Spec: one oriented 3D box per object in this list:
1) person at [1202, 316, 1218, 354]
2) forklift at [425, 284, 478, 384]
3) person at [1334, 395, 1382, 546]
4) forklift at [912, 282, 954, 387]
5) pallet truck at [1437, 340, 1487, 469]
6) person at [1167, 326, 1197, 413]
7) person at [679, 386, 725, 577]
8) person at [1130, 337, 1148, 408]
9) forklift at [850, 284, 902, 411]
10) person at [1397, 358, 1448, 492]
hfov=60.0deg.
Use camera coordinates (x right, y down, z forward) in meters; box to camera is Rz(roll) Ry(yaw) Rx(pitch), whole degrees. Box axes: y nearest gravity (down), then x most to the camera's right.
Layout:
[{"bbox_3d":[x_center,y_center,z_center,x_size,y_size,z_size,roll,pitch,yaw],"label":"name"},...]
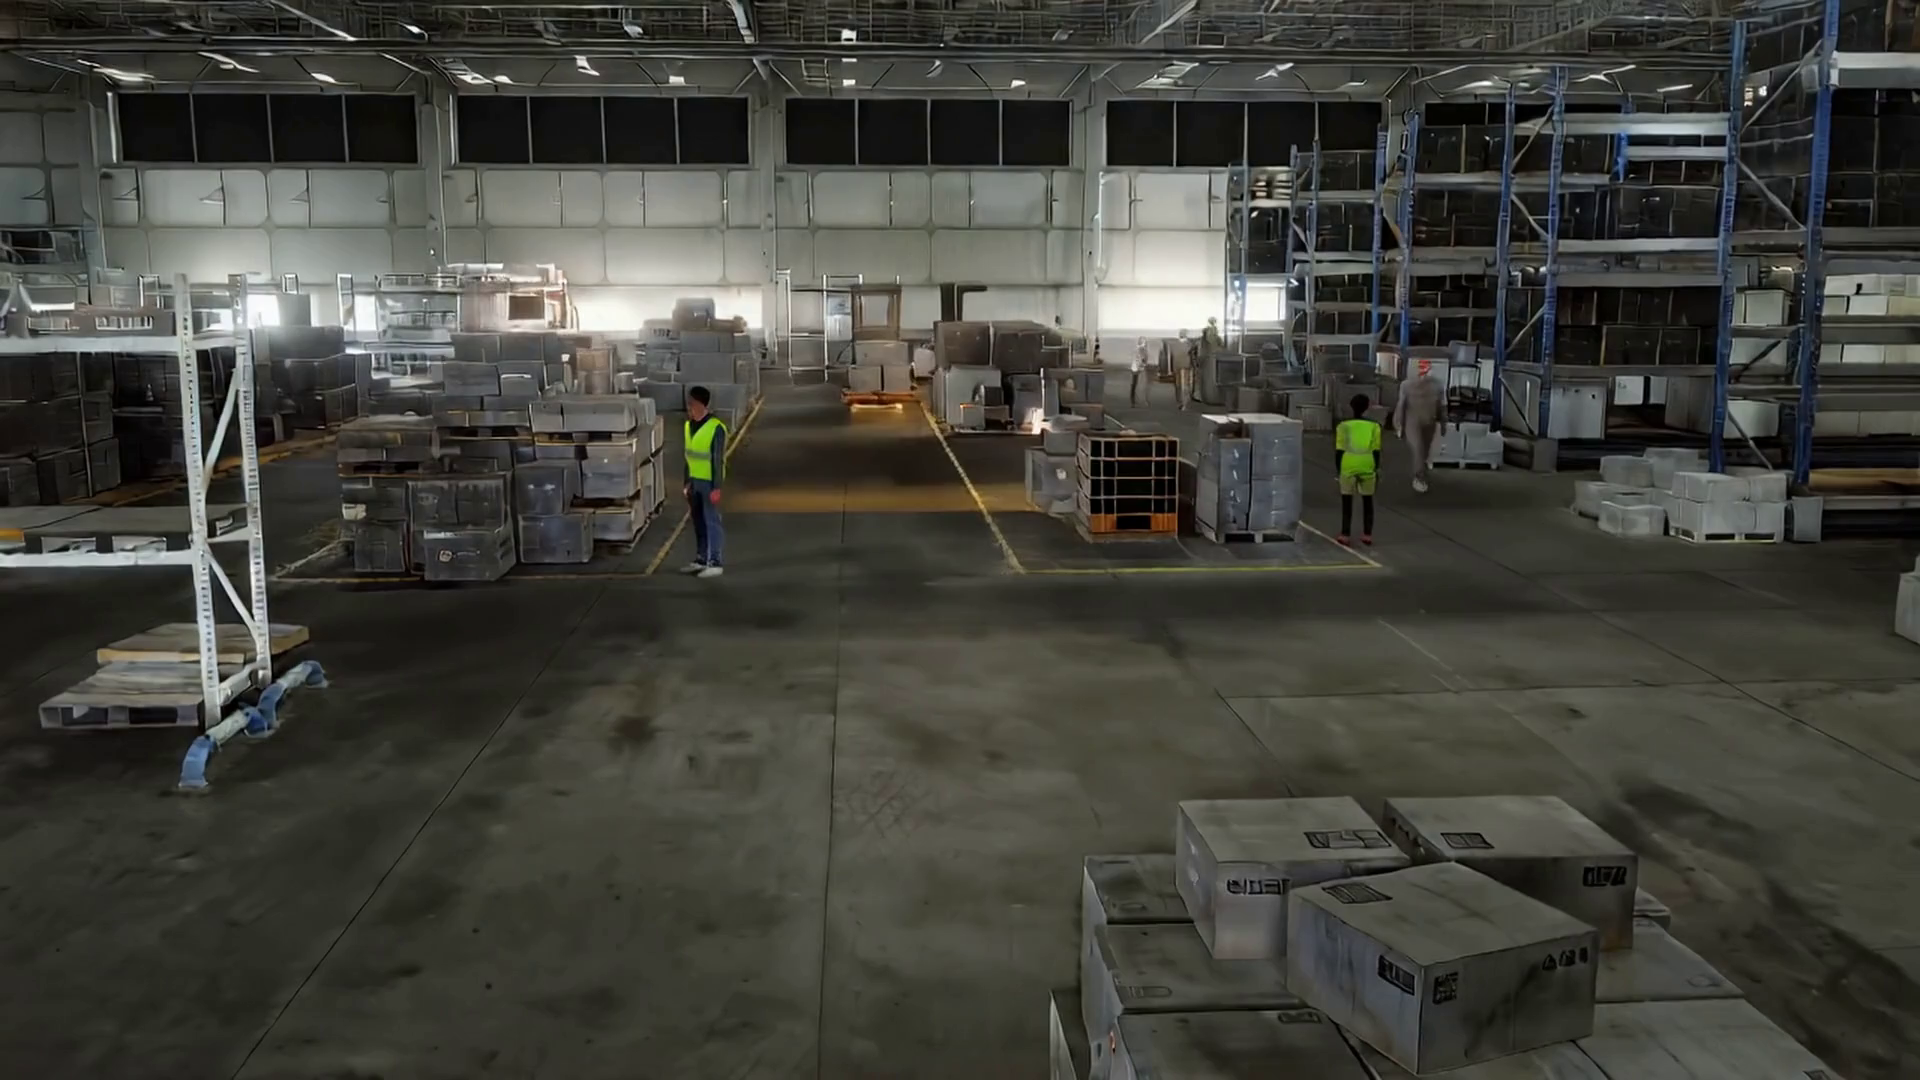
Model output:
[{"bbox_3d":[6.615,-4.853,43.424,0.821,1.942,0.618,-5,10,-30],"label":"person"},{"bbox_3d":[-10.775,-4.216,36.500,1.873,2.768,1.129,-2,9,-13],"label":"forklift"},{"bbox_3d":[4.444,-0.776,18.607,0.535,1.697,0.318,-1,9,-5],"label":"person"},{"bbox_3d":[-0.357,-5.565,44.975,1.873,2.768,1.129,-1,9,-4],"label":"forklift"},{"bbox_3d":[8.004,-2.170,26.422,0.823,1.965,1.885,2,9,14],"label":"pallet truck"},{"bbox_3d":[4.865,-3.726,36.457,0.652,1.906,0.812,1,9,4],"label":"person"},{"bbox_3d":[-2.584,-0.592,16.773,0.593,1.914,0.391,9,12,43],"label":"person"},{"bbox_3d":[4.081,-3.807,37.882,0.389,1.615,0.534,4,10,24],"label":"person"},{"bbox_3d":[-1.910,-4.360,37.407,1.129,2.768,1.873,-1,9,-5],"label":"forklift"},{"bbox_3d":[6.499,-1.598,23.243,0.673,1.855,0.960,-1,9,-5],"label":"person"}]
